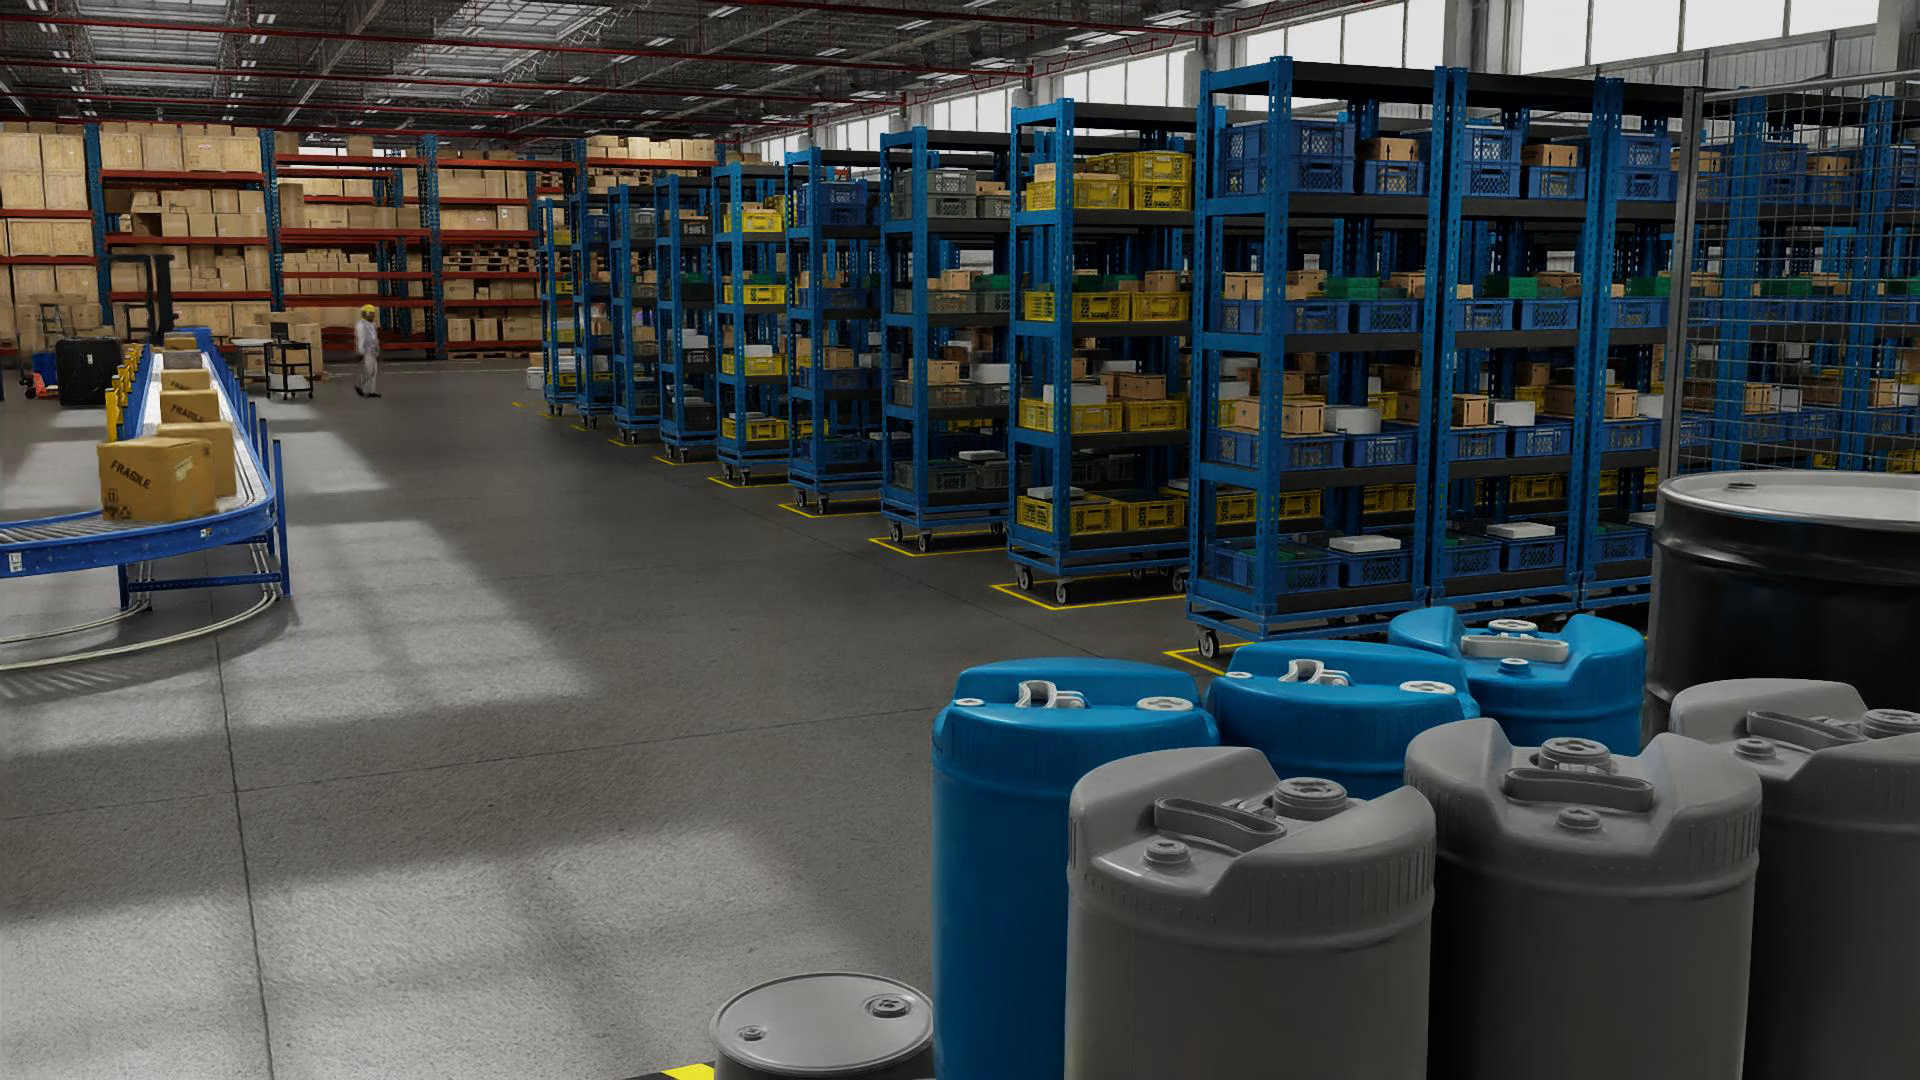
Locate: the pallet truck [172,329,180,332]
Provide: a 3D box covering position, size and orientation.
[{"bbox_3d":[-17.275,-3.851,35.096,1.601,1.201,0.680,0,9,1],"label":"pallet truck"}]

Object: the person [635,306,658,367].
[{"bbox_3d":[-6.967,-4.471,37.097,0.575,1.829,0.641,-6,11,-32],"label":"person"}]

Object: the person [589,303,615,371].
[{"bbox_3d":[-6.465,-3.469,30.687,0.685,1.879,0.773,4,10,21],"label":"person"}]

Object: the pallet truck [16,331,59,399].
[{"bbox_3d":[-17.082,-3.353,31.781,1.630,1.274,0.653,-4,10,-25],"label":"pallet truck"}]

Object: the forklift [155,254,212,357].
[{"bbox_3d":[-18.868,-5.397,39.573,1.873,2.768,1.129,-4,10,-25],"label":"forklift"}]

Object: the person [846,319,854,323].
[{"bbox_3d":[-2.900,-5.650,44.674,0.512,1.722,0.636,2,9,9],"label":"person"}]

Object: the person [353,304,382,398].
[{"bbox_3d":[-11.337,-3.593,31.768,0.480,1.793,0.625,1,9,4],"label":"person"}]
